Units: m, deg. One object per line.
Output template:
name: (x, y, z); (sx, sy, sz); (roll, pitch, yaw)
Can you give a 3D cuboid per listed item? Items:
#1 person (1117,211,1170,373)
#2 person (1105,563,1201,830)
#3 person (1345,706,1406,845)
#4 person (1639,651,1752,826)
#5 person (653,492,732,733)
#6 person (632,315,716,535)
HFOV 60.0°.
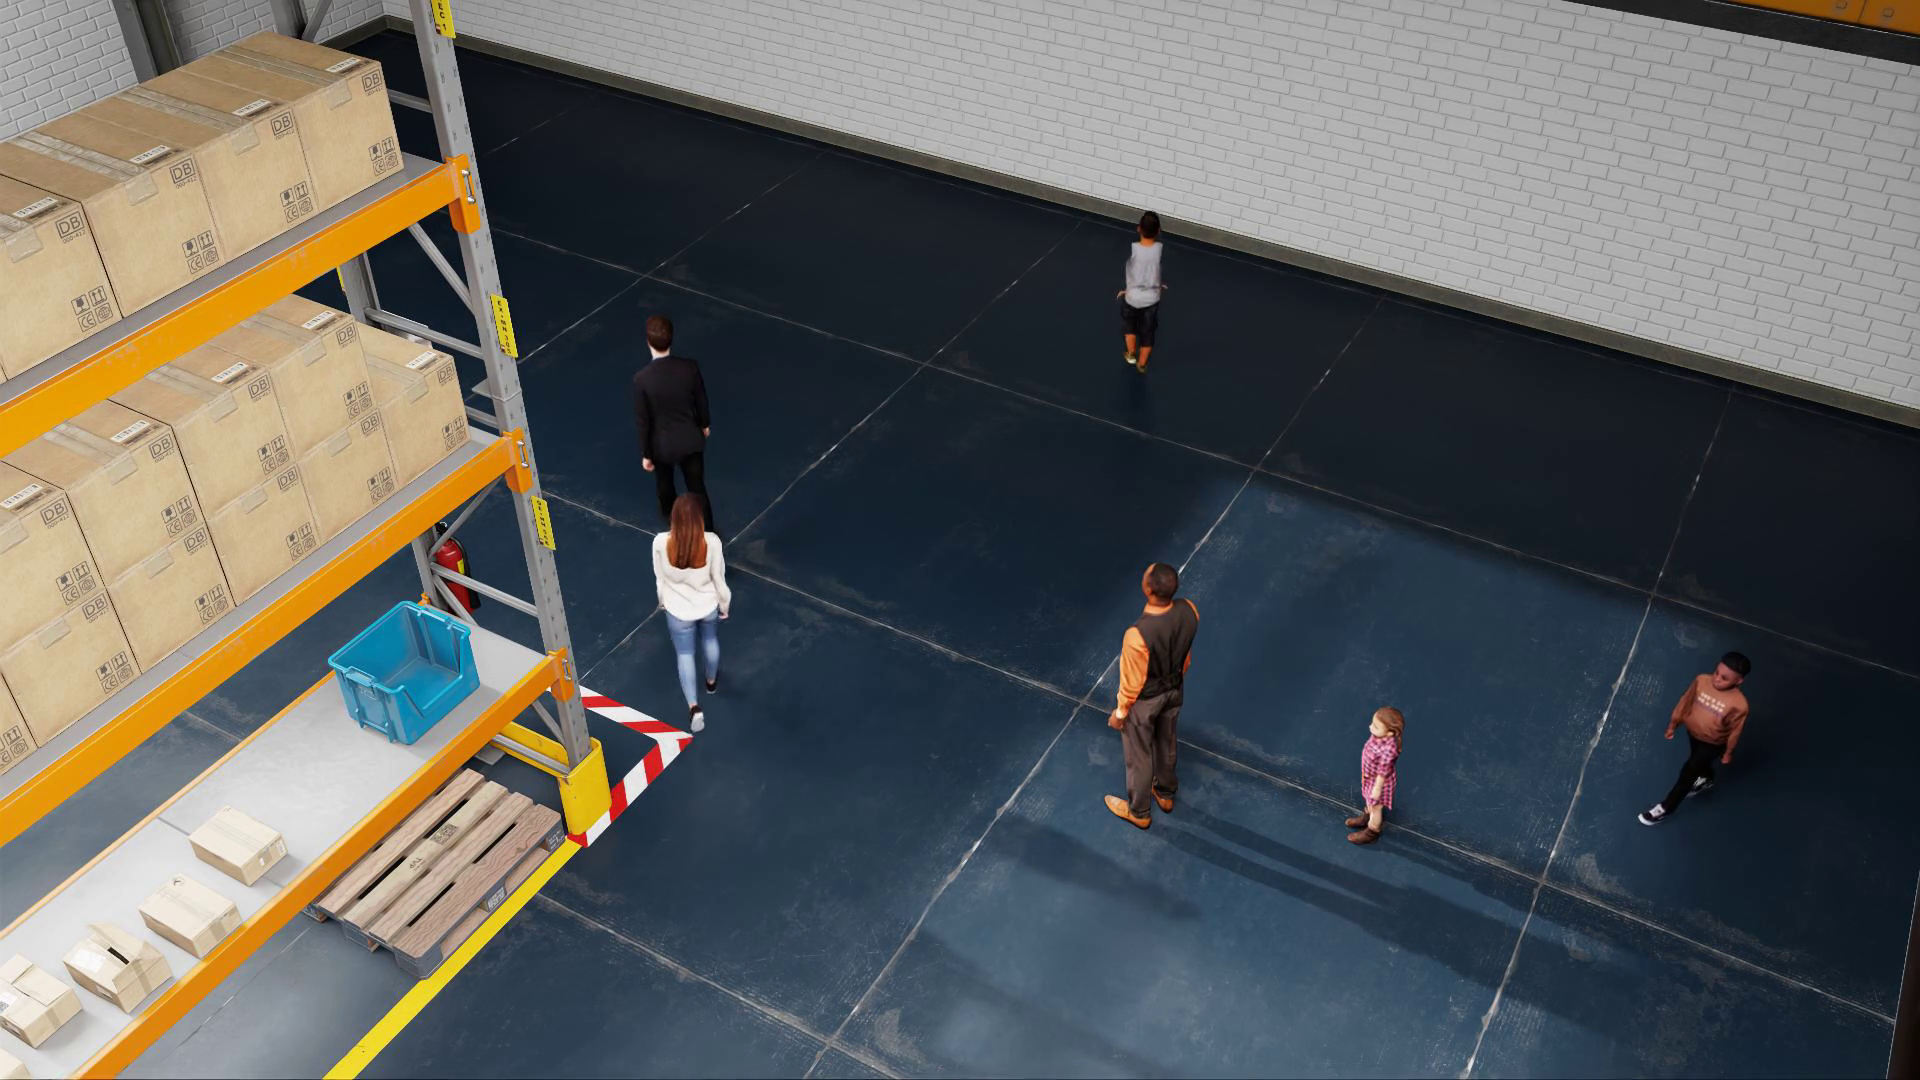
person: (1.510, -2.029, 13.614); (0.715, 1.444, 0.755); (0, 39, 0)
person: (1.117, 0.897, 9.578); (0.691, 1.908, 0.839); (-26, 45, -28)
person: (2.446, 1.369, 9.697); (0.554, 1.021, 0.480); (-1, 39, -1)
person: (4.457, 1.130, 9.839); (0.992, 1.218, 0.821); (-20, 43, -23)
person: (-1.656, 0.457, 10.315); (0.977, 1.676, 1.093); (-4, 39, -5)
person: (-1.935, -0.641, 11.551); (1.267, 1.849, 1.200); (-18, 42, -22)
